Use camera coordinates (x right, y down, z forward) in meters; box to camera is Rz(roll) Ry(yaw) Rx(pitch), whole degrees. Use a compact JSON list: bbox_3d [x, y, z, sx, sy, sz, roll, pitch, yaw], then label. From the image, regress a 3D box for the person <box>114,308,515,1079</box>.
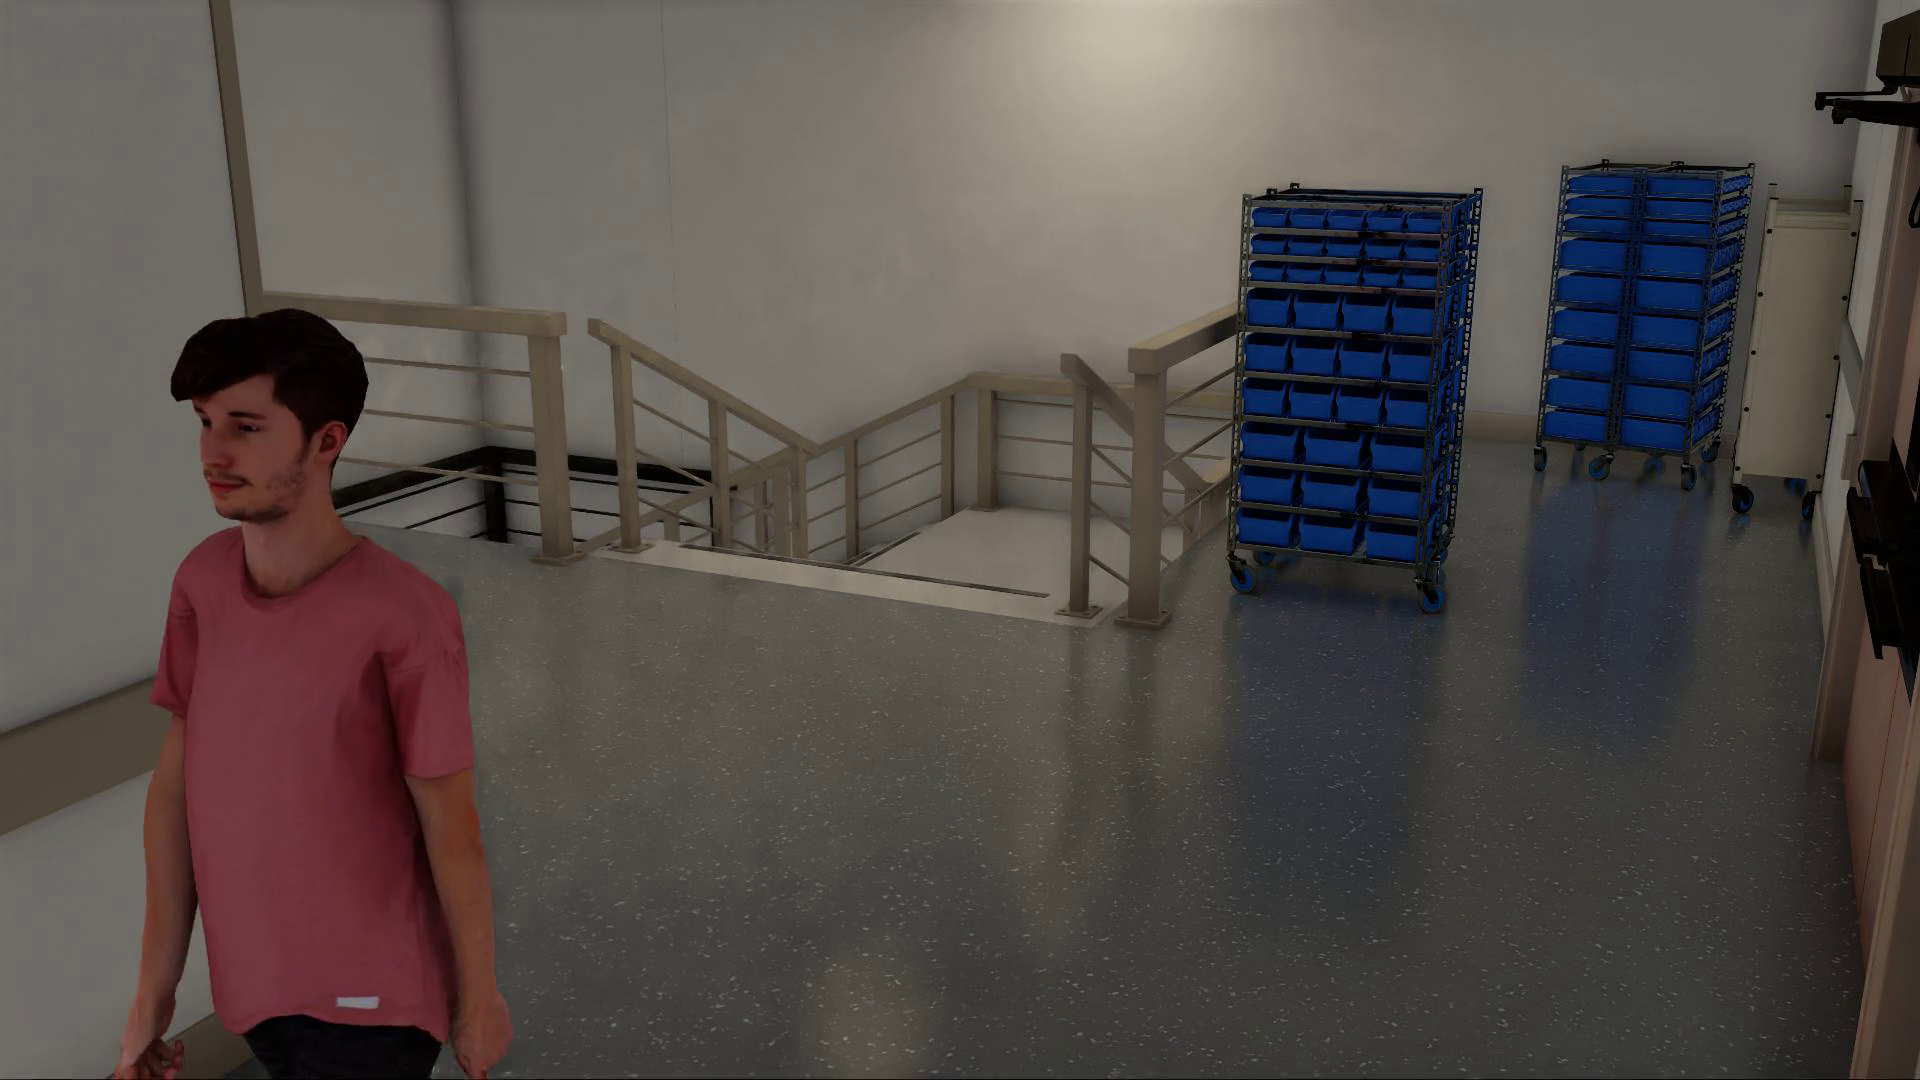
[{"bbox_3d":[-0.851,0.636,2.476,0.636,1.915,1.223,8,17,25],"label":"person"}]
